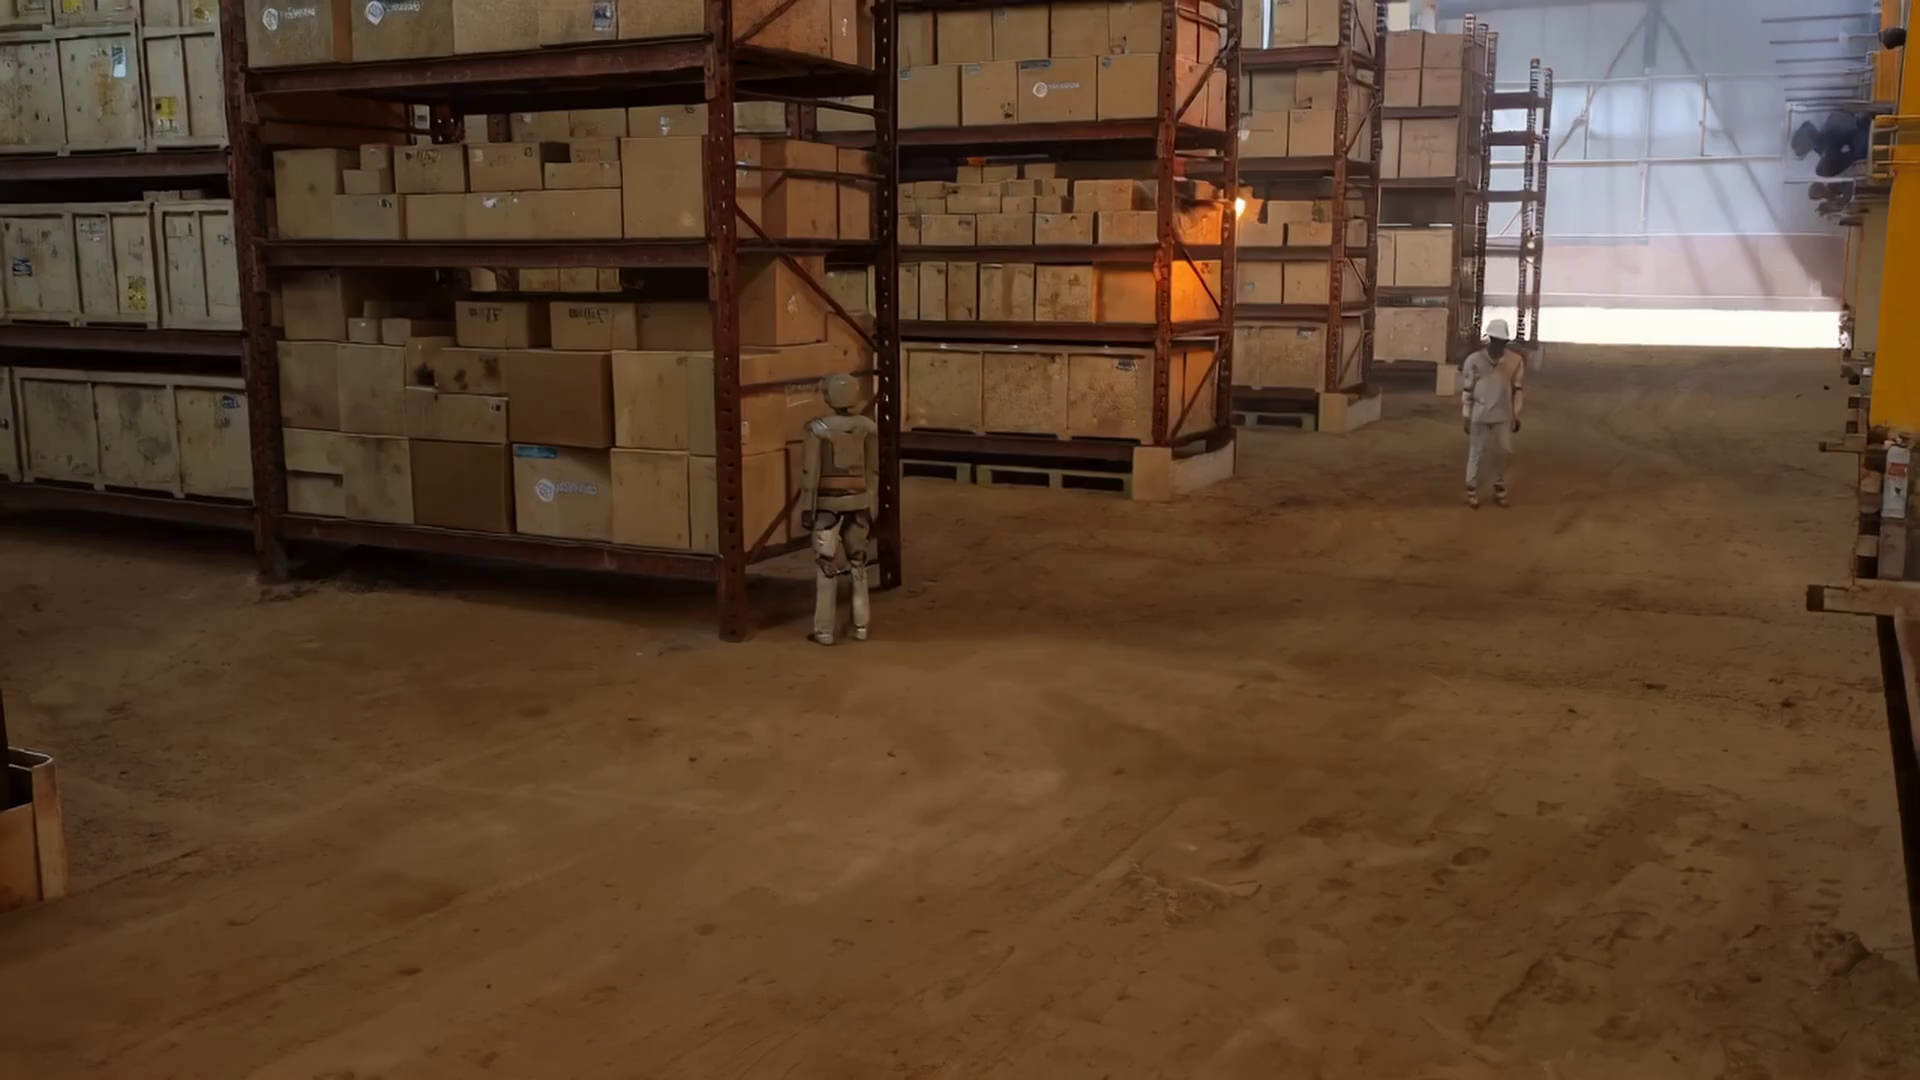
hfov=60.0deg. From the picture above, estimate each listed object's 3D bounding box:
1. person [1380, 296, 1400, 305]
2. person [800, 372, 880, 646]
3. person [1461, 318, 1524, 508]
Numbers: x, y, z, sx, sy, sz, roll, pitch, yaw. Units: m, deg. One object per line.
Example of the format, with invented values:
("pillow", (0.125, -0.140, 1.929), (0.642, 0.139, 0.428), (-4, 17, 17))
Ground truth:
("person", (10.154, -5.318, 39.348), (0.503, 1.727, 0.401), (-3, 10, -19))
("person", (-0.705, -0.182, 9.916), (0.525, 1.632, 0.312), (-6, 12, -32))
("person", (4.869, -1.152, 15.198), (0.566, 1.744, 0.349), (0, 10, -2))
